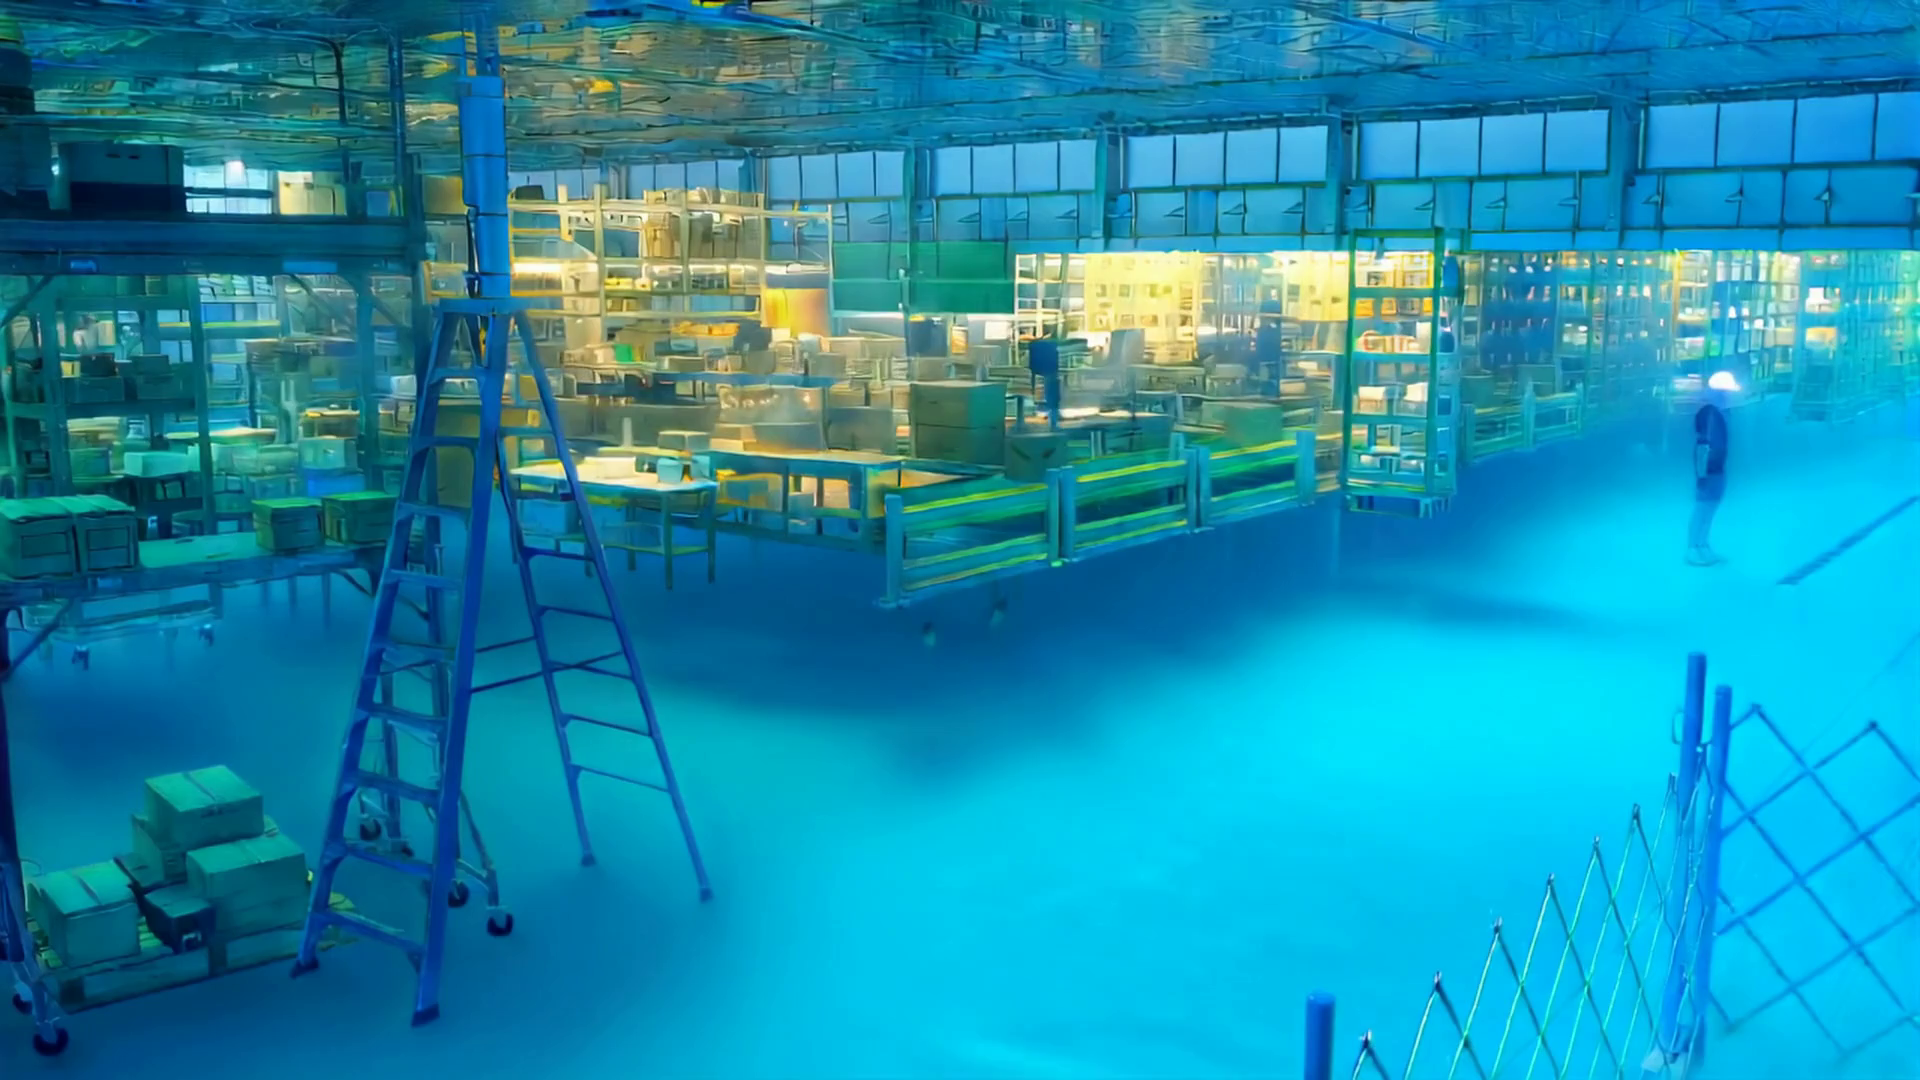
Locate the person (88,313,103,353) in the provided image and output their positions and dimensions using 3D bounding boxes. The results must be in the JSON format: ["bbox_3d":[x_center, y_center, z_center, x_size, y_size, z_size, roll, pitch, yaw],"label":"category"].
[{"bbox_3d":[-25.042,-5.597,48.005,0.543,1.915,0.742,9,13,43],"label":"person"}]

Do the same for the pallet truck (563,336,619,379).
[{"bbox_3d":[-10.690,-5.294,48.215,1.601,1.201,0.680,-5,10,-26],"label":"pallet truck"}]

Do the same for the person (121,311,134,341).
[{"bbox_3d":[-27.977,-6.871,55.918,0.427,1.926,0.629,-7,12,-38],"label":"person"}]

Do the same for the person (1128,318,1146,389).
[{"bbox_3d":[4.312,-4.569,41.522,0.630,1.924,0.572,-4,10,-23],"label":"person"}]

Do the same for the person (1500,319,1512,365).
[{"bbox_3d":[15.065,-5.189,45.729,0.584,1.807,0.873,-9,12,-43],"label":"person"}]

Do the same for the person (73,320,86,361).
[{"bbox_3d":[-26.356,-5.745,49.652,0.530,1.673,0.751,8,12,42],"label":"person"}]

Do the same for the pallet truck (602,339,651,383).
[{"bbox_3d":[-8.991,-4.871,45.351,0.653,1.274,1.630,7,11,37],"label":"pallet truck"}]

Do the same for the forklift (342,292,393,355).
[{"bbox_3d":[-16.485,-5.622,45.120,1.129,2.768,1.873,7,11,37],"label":"forklift"}]

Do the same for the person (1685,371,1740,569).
[{"bbox_3d":[7.790,-0.725,17.162,0.615,2.040,0.391,-9,12,-43],"label":"person"}]
